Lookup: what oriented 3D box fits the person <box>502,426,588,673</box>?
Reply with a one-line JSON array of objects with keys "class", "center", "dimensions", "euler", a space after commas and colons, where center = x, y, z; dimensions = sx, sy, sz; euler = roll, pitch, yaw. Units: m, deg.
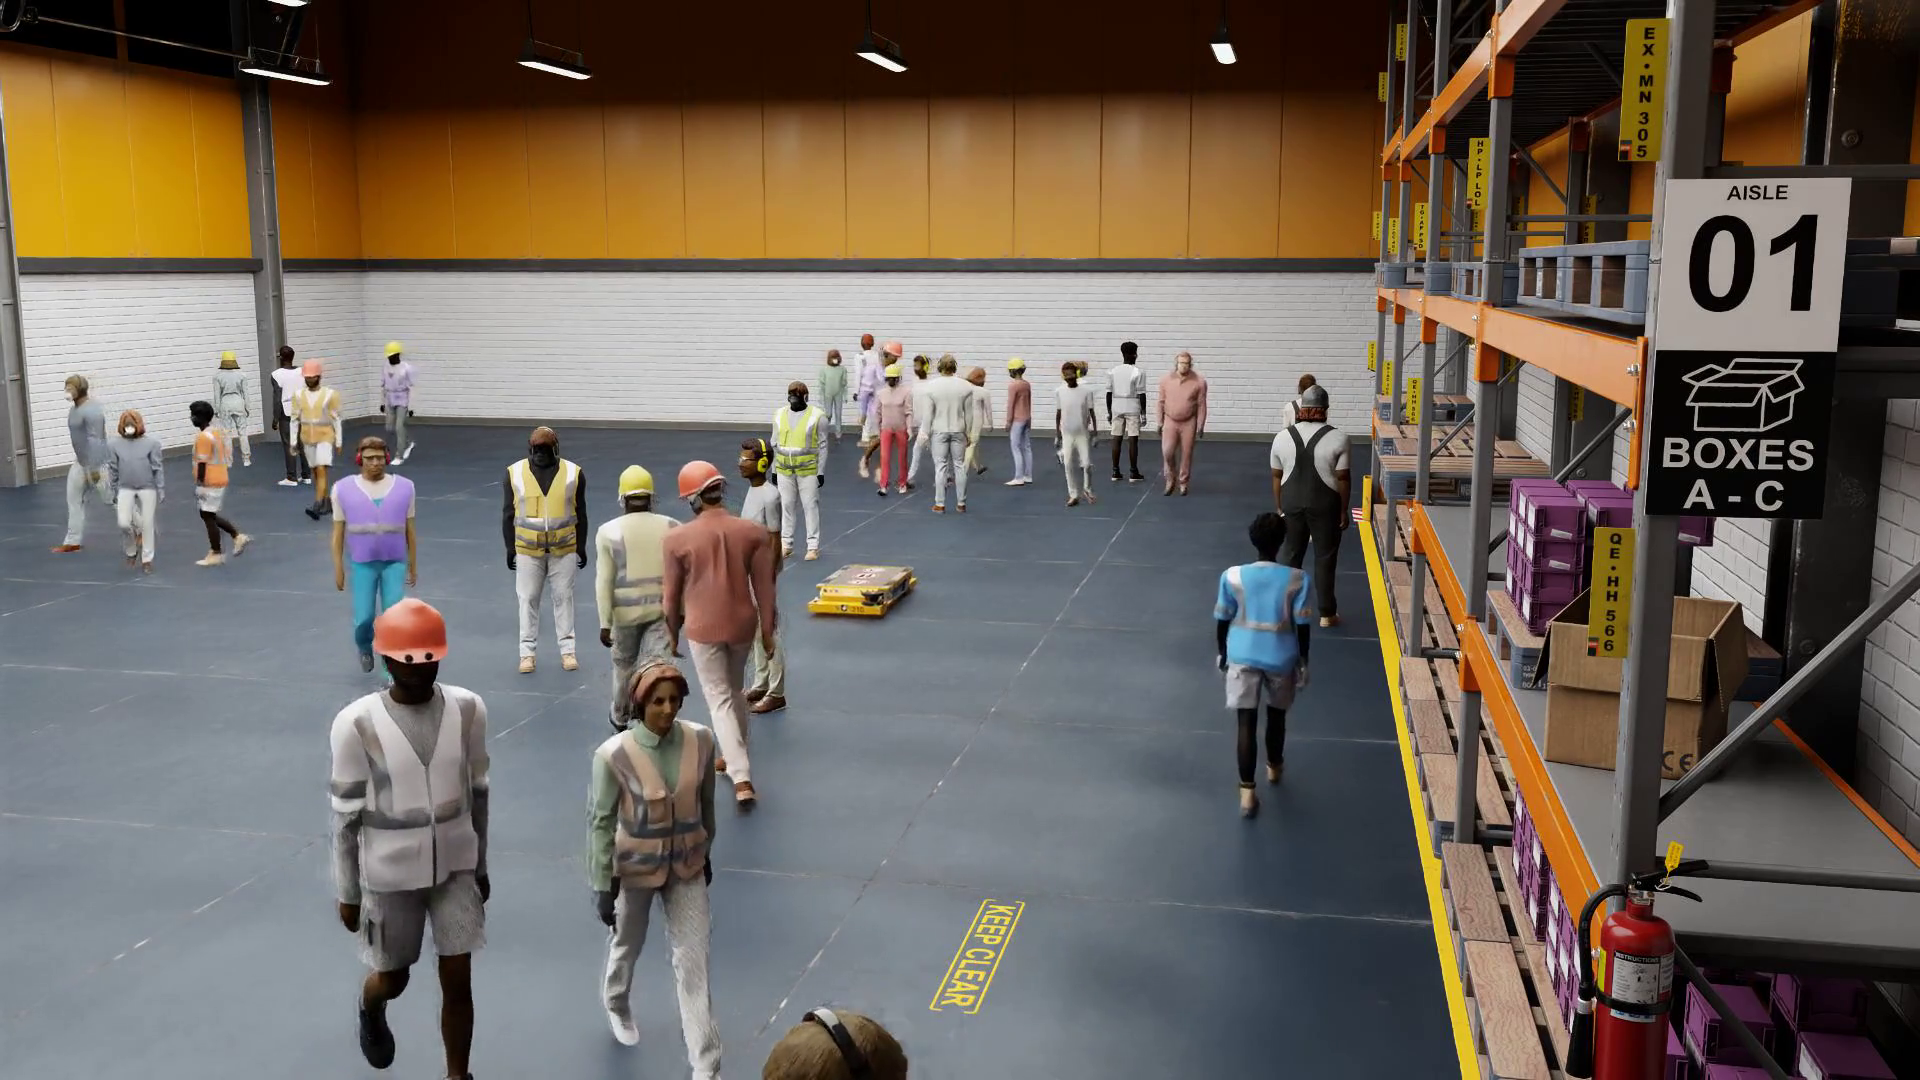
[{"class": "person", "center": [-3.085, 0.071, 12.409], "dimensions": [0.621, 1.837, 0.429], "euler": [-3, 10, -16]}]

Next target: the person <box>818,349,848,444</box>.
[{"class": "person", "center": [-2.157, -2.439, 28.180], "dimensions": [0.541, 1.608, 0.450], "euler": [-3, 10, -17]}]

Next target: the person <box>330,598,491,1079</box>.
[{"class": "person", "center": [-1.932, 1.122, 5.861], "dimensions": [0.552, 1.916, 0.789], "euler": [-7, 12, -36]}]

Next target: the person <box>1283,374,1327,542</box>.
[{"class": "person", "center": [3.781, -0.892, 18.197], "dimensions": [0.507, 1.839, 0.344], "euler": [6, 11, 31]}]

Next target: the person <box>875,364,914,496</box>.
[{"class": "person", "center": [-0.865, -1.424, 21.756], "dimensions": [0.541, 1.724, 0.913], "euler": [2, 10, 9]}]

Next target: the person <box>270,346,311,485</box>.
[{"class": "person", "center": [-9.183, -1.706, 22.868], "dimensions": [0.376, 1.915, 0.599], "euler": [5, 11, 30]}]

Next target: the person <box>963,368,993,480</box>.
[{"class": "person", "center": [0.217, -1.634, 23.446], "dimensions": [0.512, 1.569, 0.891], "euler": [5, 11, 30]}]

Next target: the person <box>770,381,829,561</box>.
[{"class": "person", "center": [-1.662, -0.708, 17.074], "dimensions": [0.625, 1.846, 0.429], "euler": [3, 10, 15]}]

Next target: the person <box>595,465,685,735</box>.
[{"class": "person", "center": [-1.986, 0.428, 10.398], "dimensions": [0.610, 1.790, 0.939], "euler": [-4, 10, -25]}]

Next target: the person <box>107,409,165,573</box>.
[{"class": "person", "center": [-8.077, -0.475, 16.329], "dimensions": [0.507, 1.619, 0.337], "euler": [-3, 10, -18]}]

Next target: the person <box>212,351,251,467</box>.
[{"class": "person", "center": [-10.934, -1.969, 24.977], "dimensions": [0.492, 1.741, 0.312], "euler": [-5, 11, -28]}]

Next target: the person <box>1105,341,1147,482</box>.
[{"class": "person", "center": [2.336, -1.796, 23.262], "dimensions": [0.614, 1.962, 0.361], "euler": [6, 11, 30]}]

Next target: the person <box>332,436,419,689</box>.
[{"class": "person", "center": [-4.171, 0.159, 11.886], "dimensions": [0.581, 1.829, 0.620], "euler": [-5, 11, -28]}]

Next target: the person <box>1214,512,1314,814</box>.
[{"class": "person", "center": [1.706, 0.662, 9.388], "dimensions": [0.549, 1.646, 0.865], "euler": [2, 10, 12]}]

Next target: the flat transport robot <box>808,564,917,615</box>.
[{"class": "flat transport robot", "center": [-0.857, 0.428, 14.955], "dimensions": [0.652, 0.197, 1.431], "euler": [2, 10, 11]}]

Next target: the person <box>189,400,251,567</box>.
[{"class": "person", "center": [-7.493, -0.569, 16.734], "dimensions": [0.431, 1.680, 0.547], "euler": [-3, 10, -17]}]

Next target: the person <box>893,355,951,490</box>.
[{"class": "person", "center": [-0.493, -1.584, 22.459], "dimensions": [0.995, 1.817, 0.493], "euler": [-7, 12, -36]}]

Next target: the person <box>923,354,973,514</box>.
[{"class": "person", "center": [-0.149, -1.284, 20.258], "dimensions": [0.629, 1.940, 0.379], "euler": [-2, 10, -12]}]

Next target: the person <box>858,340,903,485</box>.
[{"class": "person", "center": [-1.082, -1.755, 22.912], "dimensions": [0.699, 1.998, 0.585], "euler": [-8, 12, -39]}]

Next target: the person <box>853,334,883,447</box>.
[{"class": "person", "center": [-1.523, -2.494, 27.709], "dimensions": [0.584, 1.882, 0.337], "euler": [-7, 12, -38]}]

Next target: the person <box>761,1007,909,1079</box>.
[{"class": "person", "center": [-0.131, 1.666, 2.604], "dimensions": [0.657, 1.896, 0.833], "euler": [7, 12, 36]}]

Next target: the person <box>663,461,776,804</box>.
[{"class": "person", "center": [-1.339, 0.522, 9.445], "dimensions": [0.627, 1.941, 0.917], "euler": [-6, 11, -33]}]

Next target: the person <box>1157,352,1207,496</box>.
[{"class": "person", "center": [2.884, -1.508, 21.726], "dimensions": [0.661, 1.887, 0.643], "euler": [2, 10, 13]}]

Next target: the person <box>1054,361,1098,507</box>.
[{"class": "person", "center": [1.461, -1.333, 20.878], "dimensions": [0.553, 1.836, 0.577], "euler": [2, 10, 14]}]

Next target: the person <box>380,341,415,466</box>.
[{"class": "person", "center": [-8.489, -2.075, 25.147], "dimensions": [0.657, 1.894, 0.590], "euler": [4, 10, 23]}]

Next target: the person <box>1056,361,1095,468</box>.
[{"class": "person", "center": [1.721, -1.846, 24.616], "dimensions": [0.669, 1.614, 0.520], "euler": [-5, 11, -27]}]

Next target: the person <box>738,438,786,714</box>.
[{"class": "person", "center": [-1.368, 0.237, 11.285], "dimensions": [0.328, 1.876, 0.515], "euler": [-5, 11, -26]}]

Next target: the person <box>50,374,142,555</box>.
[{"class": "person", "center": [-9.105, -0.814, 17.581], "dimensions": [0.642, 1.903, 0.985], "euler": [9, 13, 42]}]

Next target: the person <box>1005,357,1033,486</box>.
[{"class": "person", "center": [0.801, -1.631, 22.908], "dimensions": [0.356, 1.760, 0.525], "euler": [6, 11, 31]}]

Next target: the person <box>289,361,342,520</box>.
[{"class": "person", "center": [-7.694, -1.185, 19.810], "dimensions": [0.557, 1.881, 1.014], "euler": [0, 9, 1]}]

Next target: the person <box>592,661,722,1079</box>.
[{"class": "person", "center": [-1.152, 1.225, 6.219], "dimensions": [0.531, 1.603, 0.871], "euler": [-6, 11, -33]}]

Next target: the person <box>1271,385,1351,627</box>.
[{"class": "person", "center": [2.985, -0.301, 14.027], "dimensions": [0.680, 2.000, 0.535], "euler": [6, 11, 32]}]
